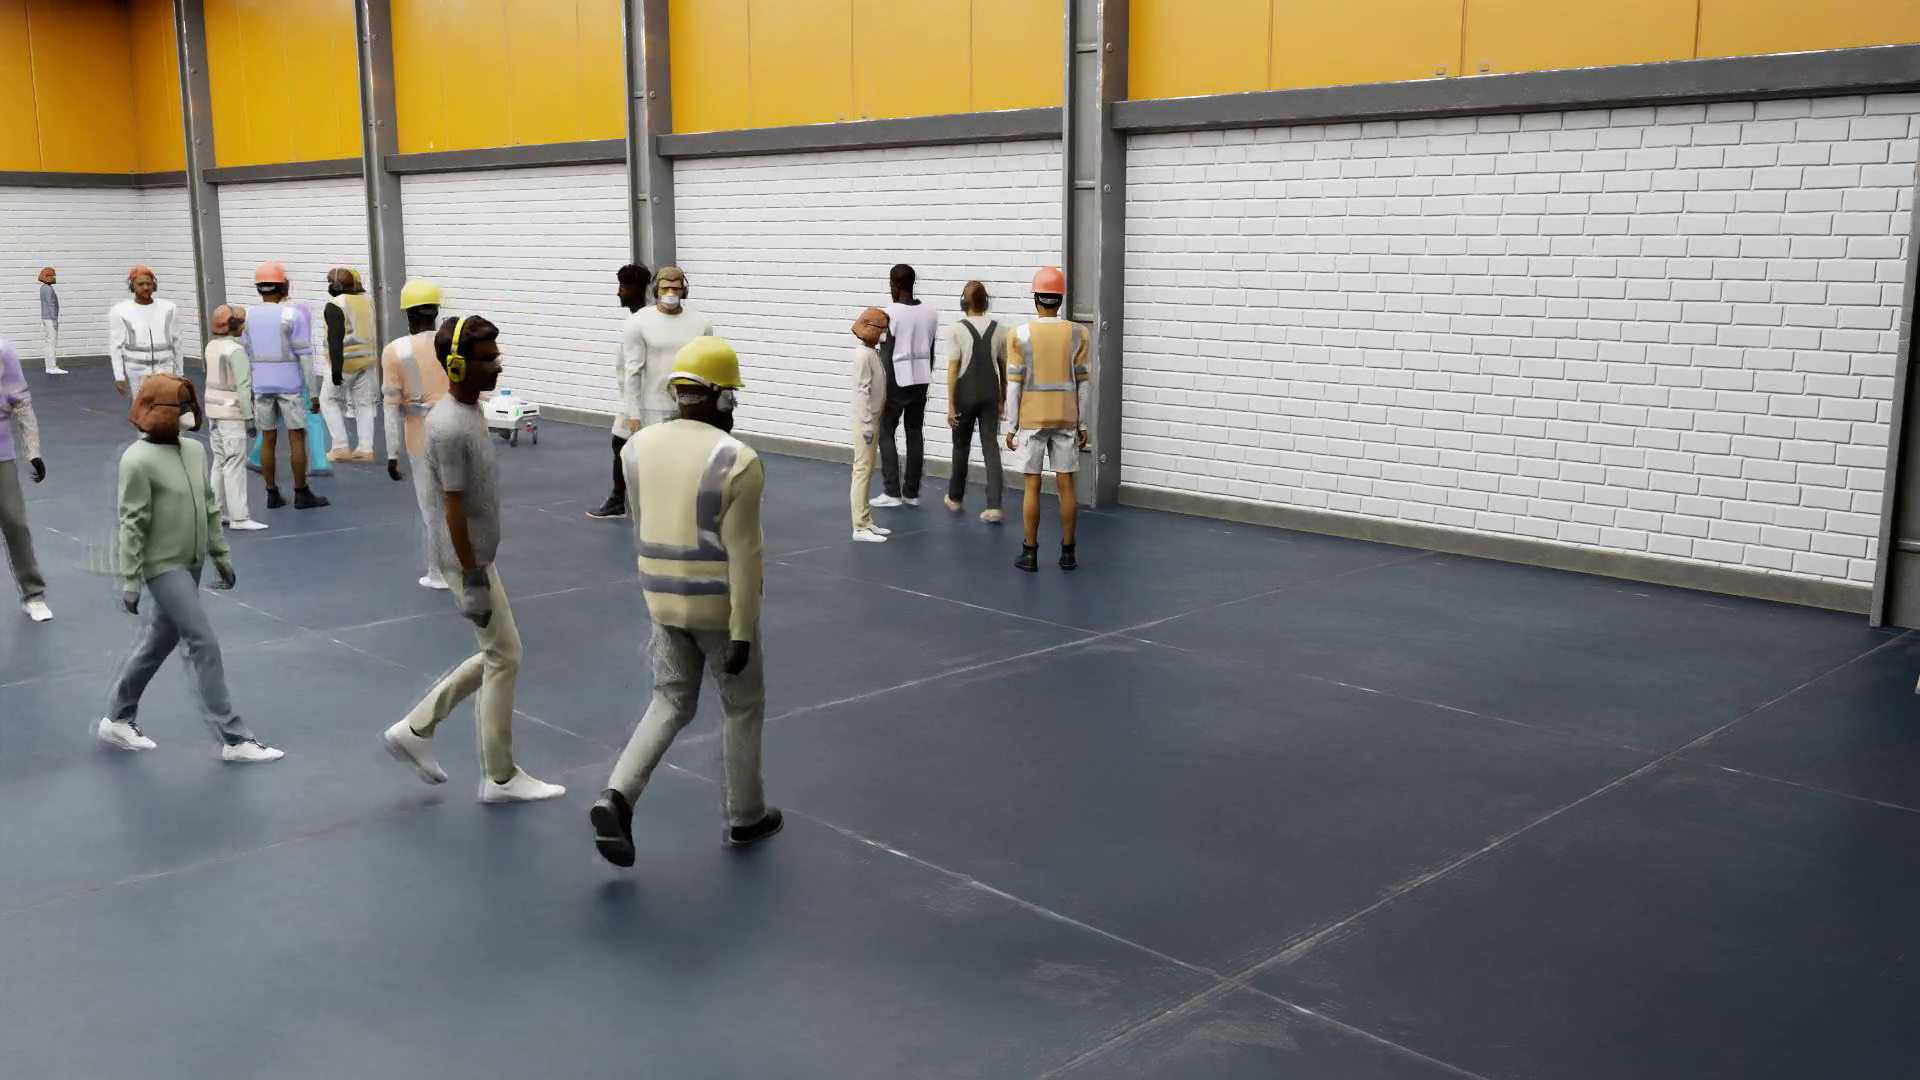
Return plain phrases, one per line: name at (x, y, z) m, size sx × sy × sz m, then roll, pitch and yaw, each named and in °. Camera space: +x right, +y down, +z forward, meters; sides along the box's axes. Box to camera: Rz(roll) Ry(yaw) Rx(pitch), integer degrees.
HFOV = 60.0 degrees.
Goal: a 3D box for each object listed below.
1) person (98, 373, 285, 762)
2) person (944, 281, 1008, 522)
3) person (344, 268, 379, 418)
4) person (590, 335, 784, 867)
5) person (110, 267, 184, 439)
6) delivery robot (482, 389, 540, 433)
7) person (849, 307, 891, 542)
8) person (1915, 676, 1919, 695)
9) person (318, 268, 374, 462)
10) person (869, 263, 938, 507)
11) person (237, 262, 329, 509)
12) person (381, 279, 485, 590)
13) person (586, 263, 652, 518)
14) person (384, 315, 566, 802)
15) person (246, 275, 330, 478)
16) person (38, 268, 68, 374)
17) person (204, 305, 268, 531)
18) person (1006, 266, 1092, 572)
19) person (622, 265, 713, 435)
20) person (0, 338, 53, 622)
person at (-3.216, 0.114, 6.761) m, size 0.844 × 1.596 × 0.511 m, roll 1°, pitch 10°, yaw 5°
person at (0.130, -1.044, 12.530) m, size 0.530 × 1.793 × 0.985 m, roll -4°, pitch 11°, yaw -19°
person at (-7.101, -2.309, 19.550) m, size 0.484 × 1.744 × 0.295 m, roll -6°, pitch 12°, yaw -30°
person at (-0.916, 0.220, 5.599) m, size 0.590 × 1.804 × 0.733 m, roll 6°, pitch 12°, yaw 28°
person at (-7.124, -1.465, 14.655) m, size 0.608 × 1.839 × 0.943 m, roll -7°, pitch 13°, yaw -35°
delivery robot at (-4.655, -1.306, 17.066) m, size 0.707 × 0.478 × 0.477 m, roll 7°, pitch 12°, yaw 32°
person at (-0.630, -0.812, 11.680) m, size 0.288 × 1.633 × 0.499 m, roll 1°, pitch 10°, yaw 6°
person at (4.597, -0.081, 7.521) m, size 0.321 × 1.697 × 0.530 m, roll -1°, pitch 10°, yaw -3°
person at (-5.817, -1.633, 15.631) m, size 0.595 × 1.824 × 0.661 m, roll 2°, pitch 11°, yaw 13°
person at (-0.427, -1.205, 13.078) m, size 0.604 × 1.914 × 0.451 m, roll -9°, pitch 14°, yaw -40°
person at (-5.288, -1.187, 12.980) m, size 0.619 × 1.928 × 0.359 m, roll 1°, pitch 10°, yaw 3°
person at (-3.030, -0.577, 9.732) m, size 0.854 × 1.890 × 0.594 m, roll 10°, pitch 14°, yaw 43°
person at (-2.330, -1.115, 12.530) m, size 0.950 × 1.935 × 0.612 m, roll 0°, pitch 10°, yaw 0°
person at (-1.827, 0.090, 6.182) m, size 0.599 × 1.846 × 0.543 m, roll -2°, pitch 11°, yaw -10°
person at (-6.000, -1.451, 14.720) m, size 0.967 × 1.797 × 0.578 m, roll 6°, pitch 12°, yaw 29°
person at (-14.057, -3.388, 25.730) m, size 0.264 × 1.632 × 0.507 m, roll -8°, pitch 13°, yaw -39°
person at (-5.280, -0.876, 12.043) m, size 0.551 × 1.634 × 0.320 m, roll 10°, pitch 14°, yaw 43°
person at (0.553, -0.760, 10.572) m, size 0.549 × 1.937 × 0.358 m, roll -2°, pitch 11°, yaw -9°
person at (-1.926, -0.858, 11.104) m, size 0.633 × 1.936 × 0.355 m, roll -6°, pitch 12°, yaw -32°
person at (-5.348, -0.448, 9.036) m, size 0.654 × 1.878 × 0.381 m, roll -6°, pitch 12°, yaw -29°
